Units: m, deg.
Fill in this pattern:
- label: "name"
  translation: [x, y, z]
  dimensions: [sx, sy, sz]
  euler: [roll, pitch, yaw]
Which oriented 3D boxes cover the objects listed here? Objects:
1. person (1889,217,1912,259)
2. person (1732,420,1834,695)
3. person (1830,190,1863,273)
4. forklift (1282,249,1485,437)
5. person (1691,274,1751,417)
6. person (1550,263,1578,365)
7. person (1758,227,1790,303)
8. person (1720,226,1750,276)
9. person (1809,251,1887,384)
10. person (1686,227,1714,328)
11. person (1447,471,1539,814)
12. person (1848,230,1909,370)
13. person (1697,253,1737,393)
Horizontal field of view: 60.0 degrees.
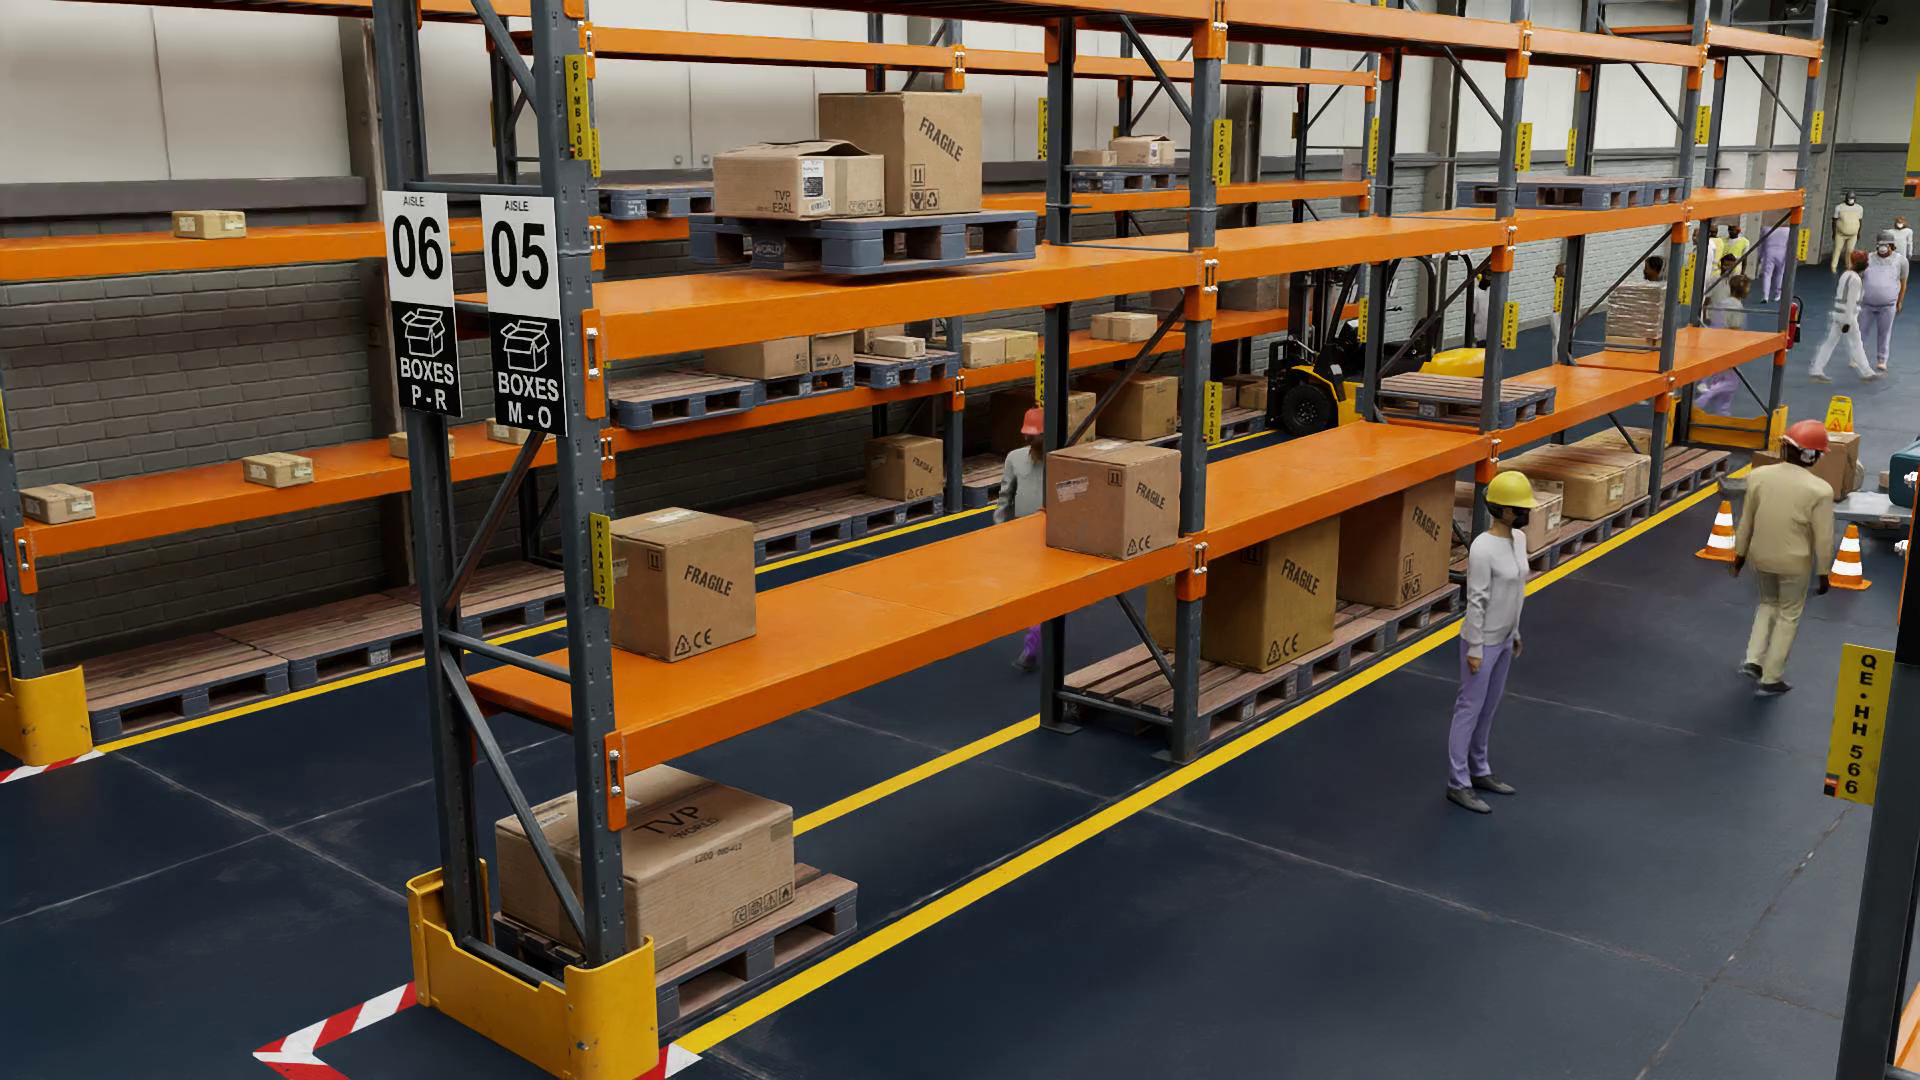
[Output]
- label: "person"
  translation: [20.622, -6.289, 36.572]
  dimensions: [0.565, 1.600, 0.702]
  euler: [7, 16, 27]
- label: "person"
  translation: [5.113, 0.105, 10.271]
  dimensions: [0.413, 1.723, 0.602]
  euler: [-8, 16, -28]
- label: "person"
  translation: [21.862, -7.592, 40.980]
  dimensions: [0.687, 2.000, 0.538]
  euler: [2, 14, 9]
- label: "forklift"
  translation: [4.886, -2.214, 18.767]
  dimensions: [2.313, 2.155, 1.214]
  euler: [11, 18, 38]
- label: "person"
  translation: [8.926, -2.194, 19.461]
  dimensions: [0.617, 1.828, 0.507]
  euler: [1, 14, 4]
- label: "person"
  translation: [7.507, -2.541, 20.817]
  dimensions: [0.336, 1.845, 0.514]
  euler: [3, 14, 10]
- label: "person"
  translation: [16.677, -5.788, 34.025]
  dimensions: [0.650, 1.863, 0.989]
  euler: [8, 16, 29]
- label: "person"
  translation: [14.075, -4.887, 30.386]
  dimensions: [0.390, 1.838, 0.563]
  euler: [-12, 18, -40]
- label: "person"
  translation: [12.328, -3.064, 22.974]
  dimensions: [0.984, 1.828, 0.600]
  euler: [2, 14, 8]
- label: "person"
  translation: [12.166, -4.202, 27.471]
  dimensions: [0.398, 1.901, 0.650]
  euler: [3, 14, 14]
- label: "person"
  translation: [2.758, 0.509, 8.563]
  dimensions: [0.331, 1.768, 0.526]
  euler: [12, 18, 41]
- label: "person"
  translation: [13.474, -3.523, 24.411]
  dimensions: [0.688, 2.000, 0.536]
  euler: [9, 16, 32]
- label: "person"
  translation: [10.176, -2.905, 22.262]
  dimensions: [0.521, 1.865, 0.327]
  euler: [-2, 14, -8]
